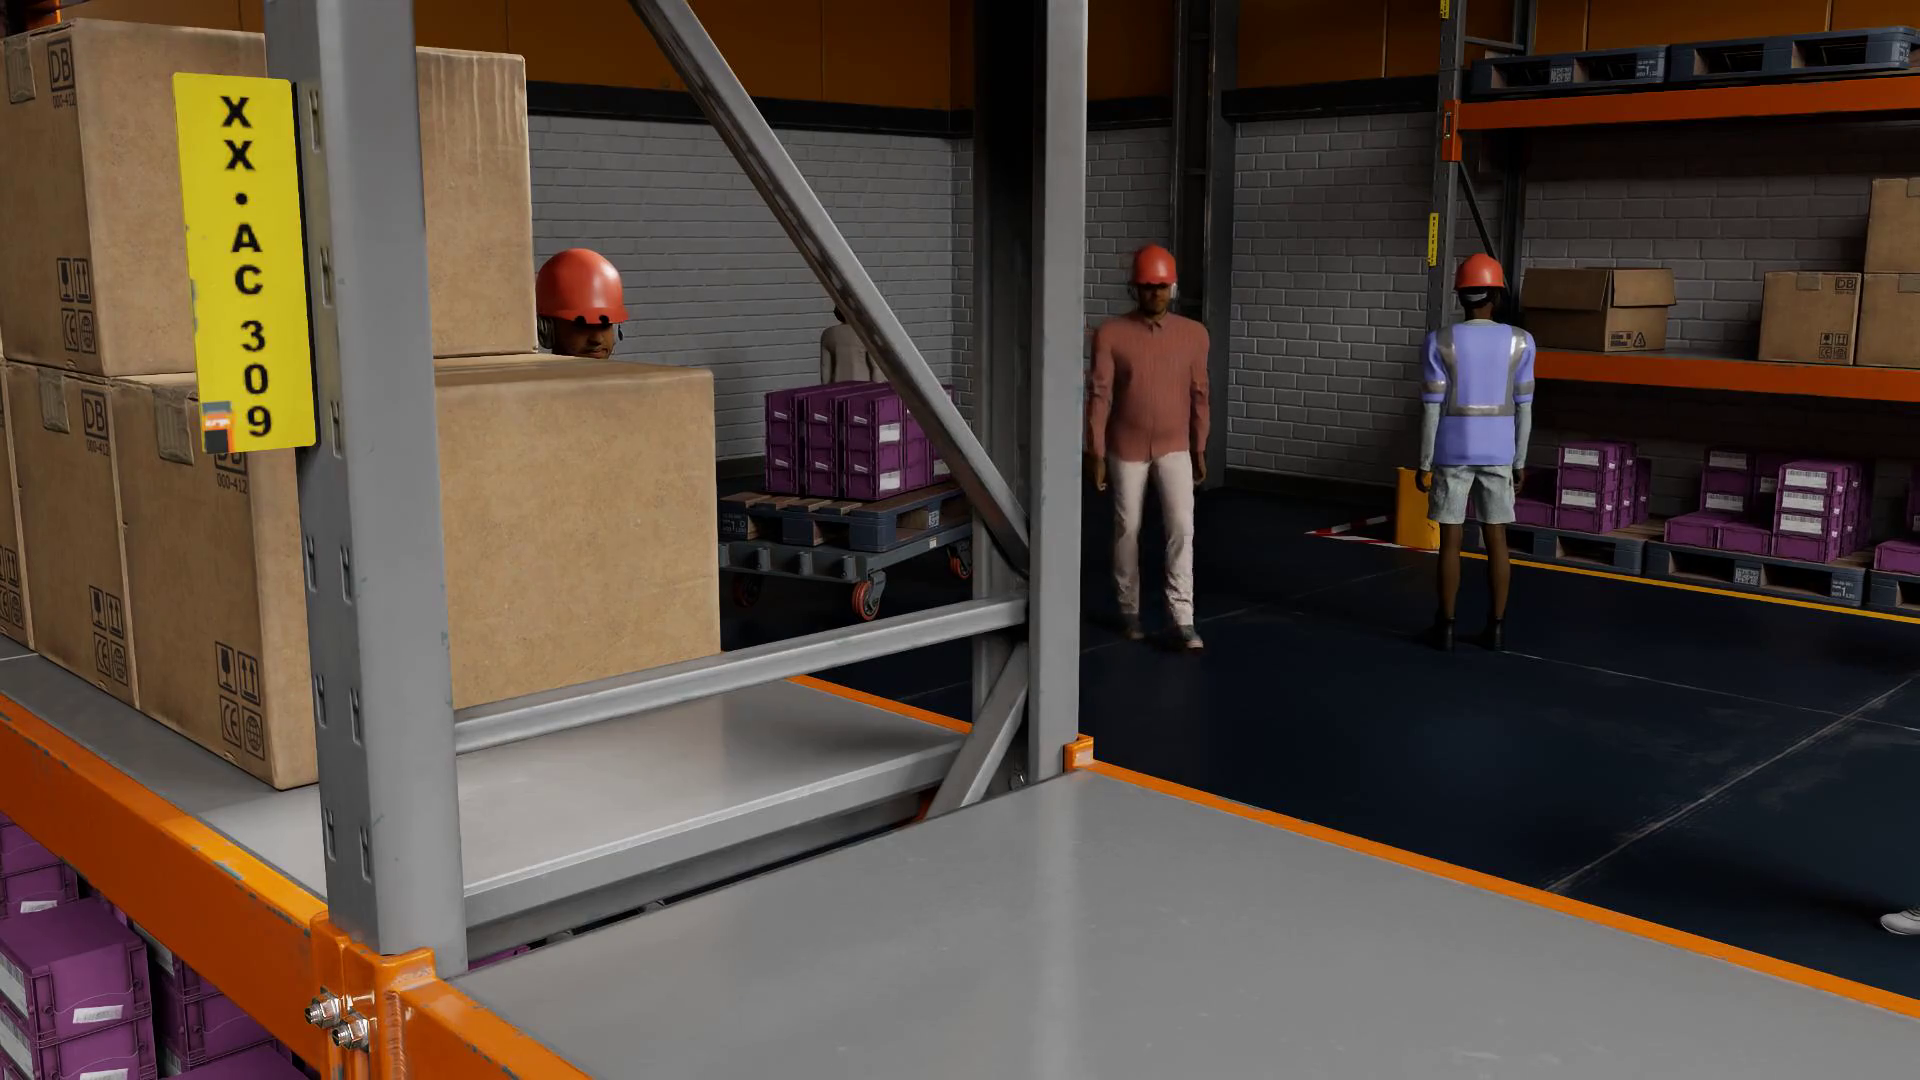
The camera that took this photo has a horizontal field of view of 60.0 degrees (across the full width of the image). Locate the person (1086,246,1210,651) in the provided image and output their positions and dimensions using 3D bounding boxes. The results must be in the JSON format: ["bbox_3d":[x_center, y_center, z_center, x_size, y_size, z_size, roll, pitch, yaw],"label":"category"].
[{"bbox_3d":[0.941,-0.427,8.081,0.644,1.958,0.864,-1,10,-6],"label":"person"}]

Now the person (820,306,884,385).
[{"bbox_3d":[-0.787,-1.026,12.247,0.498,1.633,0.282,5,11,24],"label":"person"}]

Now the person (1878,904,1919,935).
[{"bbox_3d":[2.924,0.242,4.558,0.391,1.919,0.591,-2,11,-11],"label":"person"}]

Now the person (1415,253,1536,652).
[{"bbox_3d":[2.483,-0.414,8.091,0.547,1.934,0.376,1,10,4],"label":"person"}]

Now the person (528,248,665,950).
[{"bbox_3d":[-1.029,0.198,4.620,0.620,1.986,0.400,-10,14,-43],"label":"person"}]
